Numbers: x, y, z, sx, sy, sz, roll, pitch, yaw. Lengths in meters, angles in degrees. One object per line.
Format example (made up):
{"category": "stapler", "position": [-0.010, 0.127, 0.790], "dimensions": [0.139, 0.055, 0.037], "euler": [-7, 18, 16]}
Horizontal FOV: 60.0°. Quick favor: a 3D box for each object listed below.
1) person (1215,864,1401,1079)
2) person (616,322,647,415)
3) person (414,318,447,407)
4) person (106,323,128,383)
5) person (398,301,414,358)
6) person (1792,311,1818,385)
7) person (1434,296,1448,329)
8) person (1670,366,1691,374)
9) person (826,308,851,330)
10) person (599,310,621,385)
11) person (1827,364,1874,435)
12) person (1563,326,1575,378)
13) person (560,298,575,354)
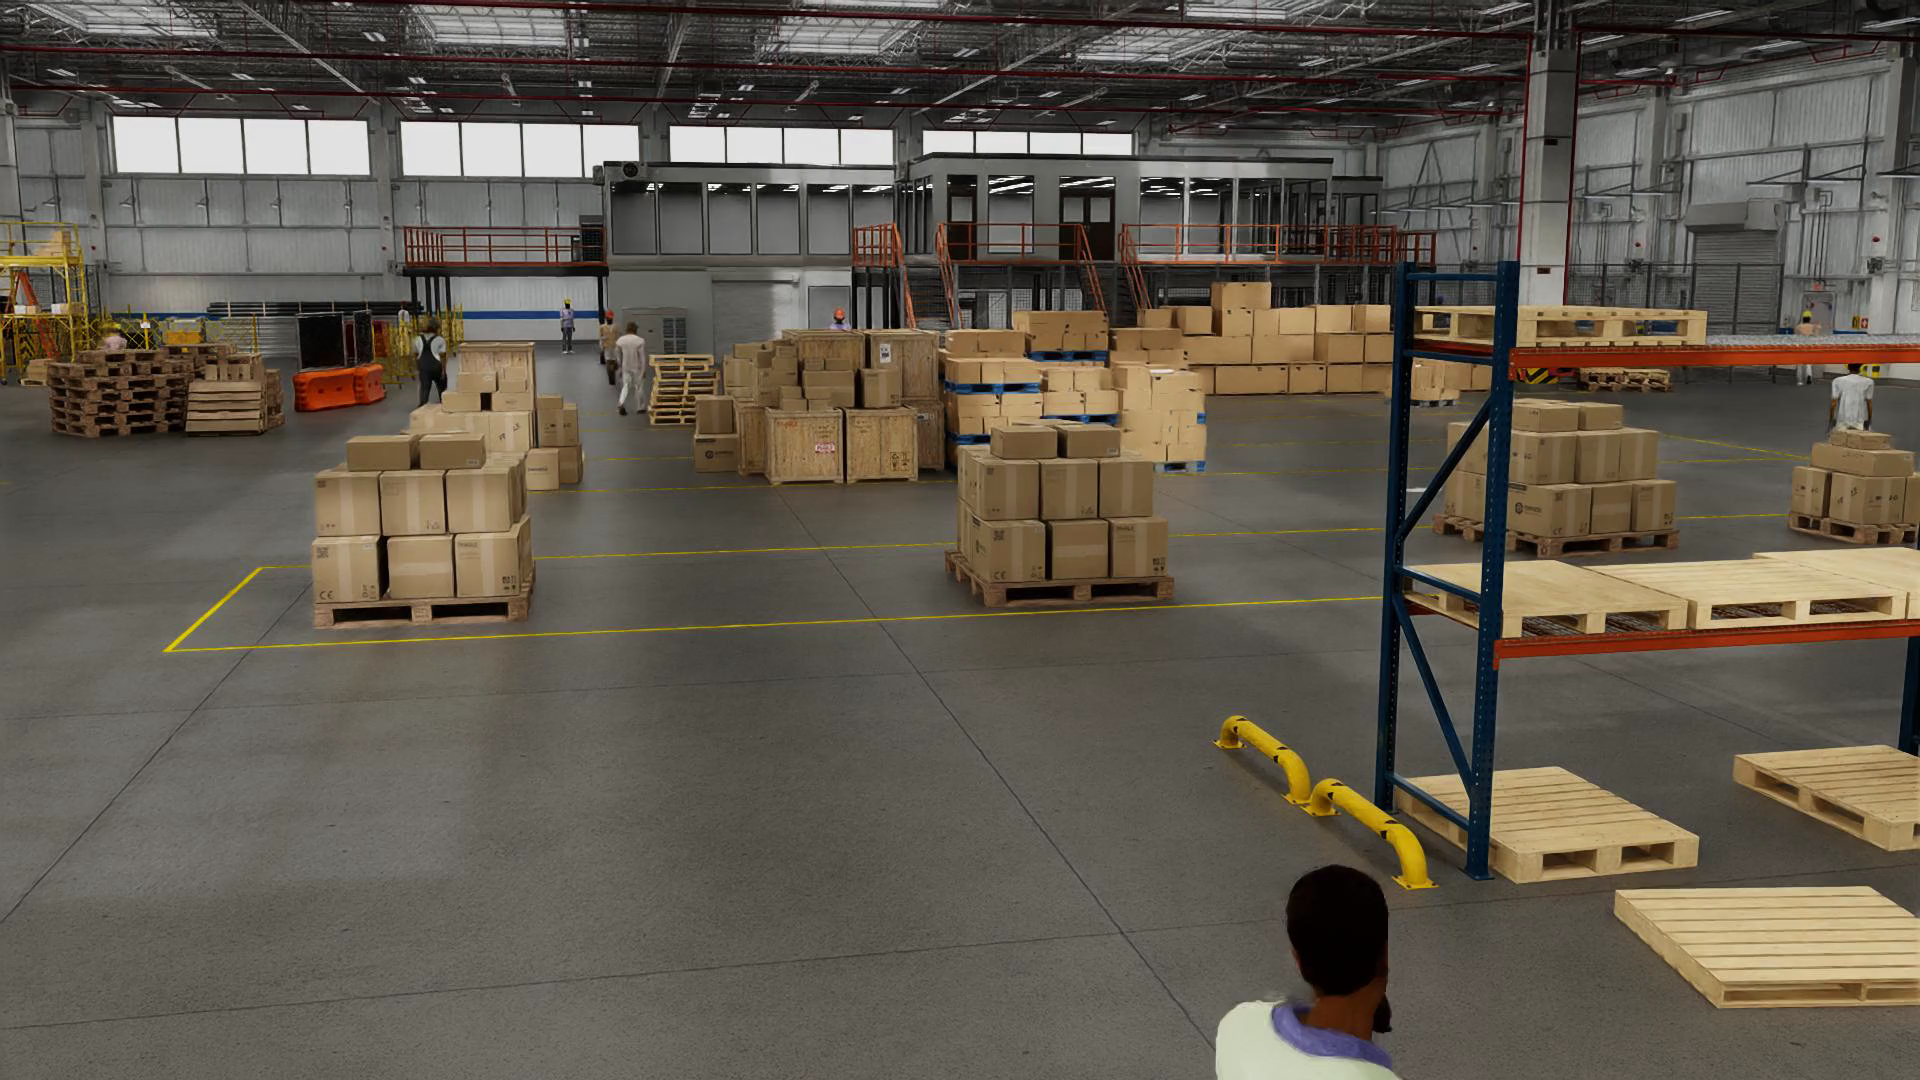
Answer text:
{"category": "person", "position": [0.647, 1.565, 3.125], "dimensions": [0.552, 1.897, 0.723], "euler": [-4, 10, -21]}
{"category": "person", "position": [-6.690, -3.489, 33.892], "dimensions": [0.654, 1.909, 0.814], "euler": [2, 10, 14]}
{"category": "person", "position": [-10.513, -3.453, 33.225], "dimensions": [0.695, 2.000, 1.009], "euler": [1, 9, 8]}
{"category": "person", "position": [-19.271, -4.095, 38.110], "dimensions": [0.535, 1.717, 0.903], "euler": [0, 9, 2]}
{"category": "person", "position": [-18.401, -6.969, 55.139], "dimensions": [0.575, 1.882, 0.361], "euler": [9, 13, 44]}
{"category": "person", "position": [21.496, -4.879, 42.342], "dimensions": [0.583, 1.906, 0.487], "euler": [2, 10, 14]}
{"category": "person", "position": [17.976, -8.186, 62.379], "dimensions": [0.635, 1.935, 0.452], "euler": [0, 9, 0]}
{"category": "person", "position": [20.351, -5.493, 46.768], "dimensions": [0.534, 1.679, 0.484], "euler": [-5, 11, -29]}
{"category": "person", "position": [-2.844, -4.453, 39.370], "dimensions": [0.632, 2.036, 0.453], "euler": [-3, 10, -18]}
{"category": "person", "position": [-8.913, -4.913, 42.471], "dimensions": [0.577, 1.923, 0.400], "euler": [-5, 10, -26]}
{"category": "person", "position": [11.850, -1.547, 22.134], "dimensions": [0.533, 1.868, 0.310], "euler": [5, 11, 28]}
{"category": "person", "position": [16.313, -5.361, 45.064], "dimensions": [0.836, 1.964, 0.654], "euler": [2, 10, 15]}
{"category": "person", "position": [-13.664, -7.457, 57.976], "dimensions": [0.381, 1.924, 0.593], "euler": [7, 12, 36]}
